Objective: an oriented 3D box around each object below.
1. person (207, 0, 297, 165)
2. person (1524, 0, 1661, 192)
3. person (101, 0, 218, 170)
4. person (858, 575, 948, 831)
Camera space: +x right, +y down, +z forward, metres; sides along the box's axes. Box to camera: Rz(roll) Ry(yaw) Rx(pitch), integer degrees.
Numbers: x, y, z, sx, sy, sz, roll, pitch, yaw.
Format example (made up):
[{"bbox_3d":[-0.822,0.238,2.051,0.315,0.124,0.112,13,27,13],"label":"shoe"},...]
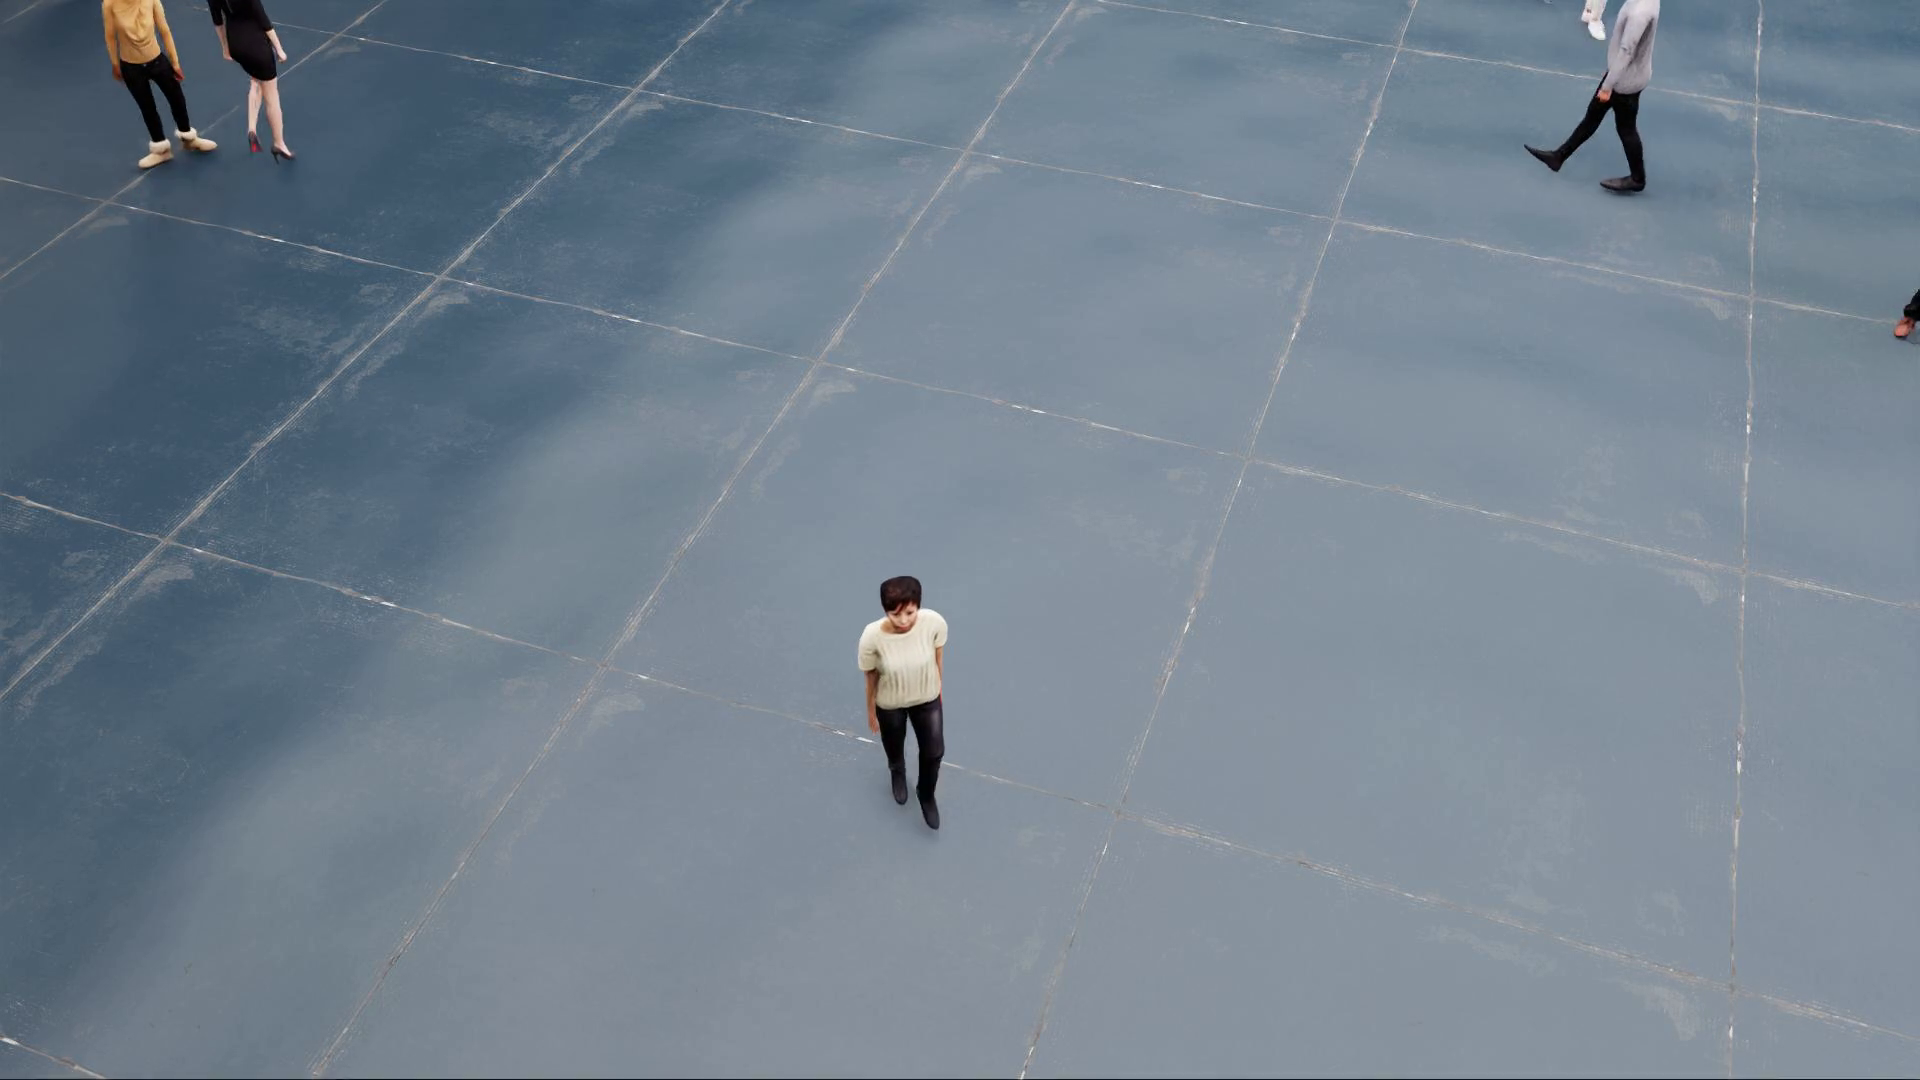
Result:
[{"bbox_3d":[-5.453,-3.668,12.686,0.575,1.793,0.663,14,45,15],"label":"person"},{"bbox_3d":[5.059,-3.438,12.390,1.179,1.861,0.774,13,45,14],"label":"person"},{"bbox_3d":[-6.316,-3.650,12.787,0.806,1.629,0.863,-8,44,-8],"label":"person"},{"bbox_3d":[-0.278,0.719,8.149,0.738,1.573,0.803,-8,44,-9],"label":"person"}]
